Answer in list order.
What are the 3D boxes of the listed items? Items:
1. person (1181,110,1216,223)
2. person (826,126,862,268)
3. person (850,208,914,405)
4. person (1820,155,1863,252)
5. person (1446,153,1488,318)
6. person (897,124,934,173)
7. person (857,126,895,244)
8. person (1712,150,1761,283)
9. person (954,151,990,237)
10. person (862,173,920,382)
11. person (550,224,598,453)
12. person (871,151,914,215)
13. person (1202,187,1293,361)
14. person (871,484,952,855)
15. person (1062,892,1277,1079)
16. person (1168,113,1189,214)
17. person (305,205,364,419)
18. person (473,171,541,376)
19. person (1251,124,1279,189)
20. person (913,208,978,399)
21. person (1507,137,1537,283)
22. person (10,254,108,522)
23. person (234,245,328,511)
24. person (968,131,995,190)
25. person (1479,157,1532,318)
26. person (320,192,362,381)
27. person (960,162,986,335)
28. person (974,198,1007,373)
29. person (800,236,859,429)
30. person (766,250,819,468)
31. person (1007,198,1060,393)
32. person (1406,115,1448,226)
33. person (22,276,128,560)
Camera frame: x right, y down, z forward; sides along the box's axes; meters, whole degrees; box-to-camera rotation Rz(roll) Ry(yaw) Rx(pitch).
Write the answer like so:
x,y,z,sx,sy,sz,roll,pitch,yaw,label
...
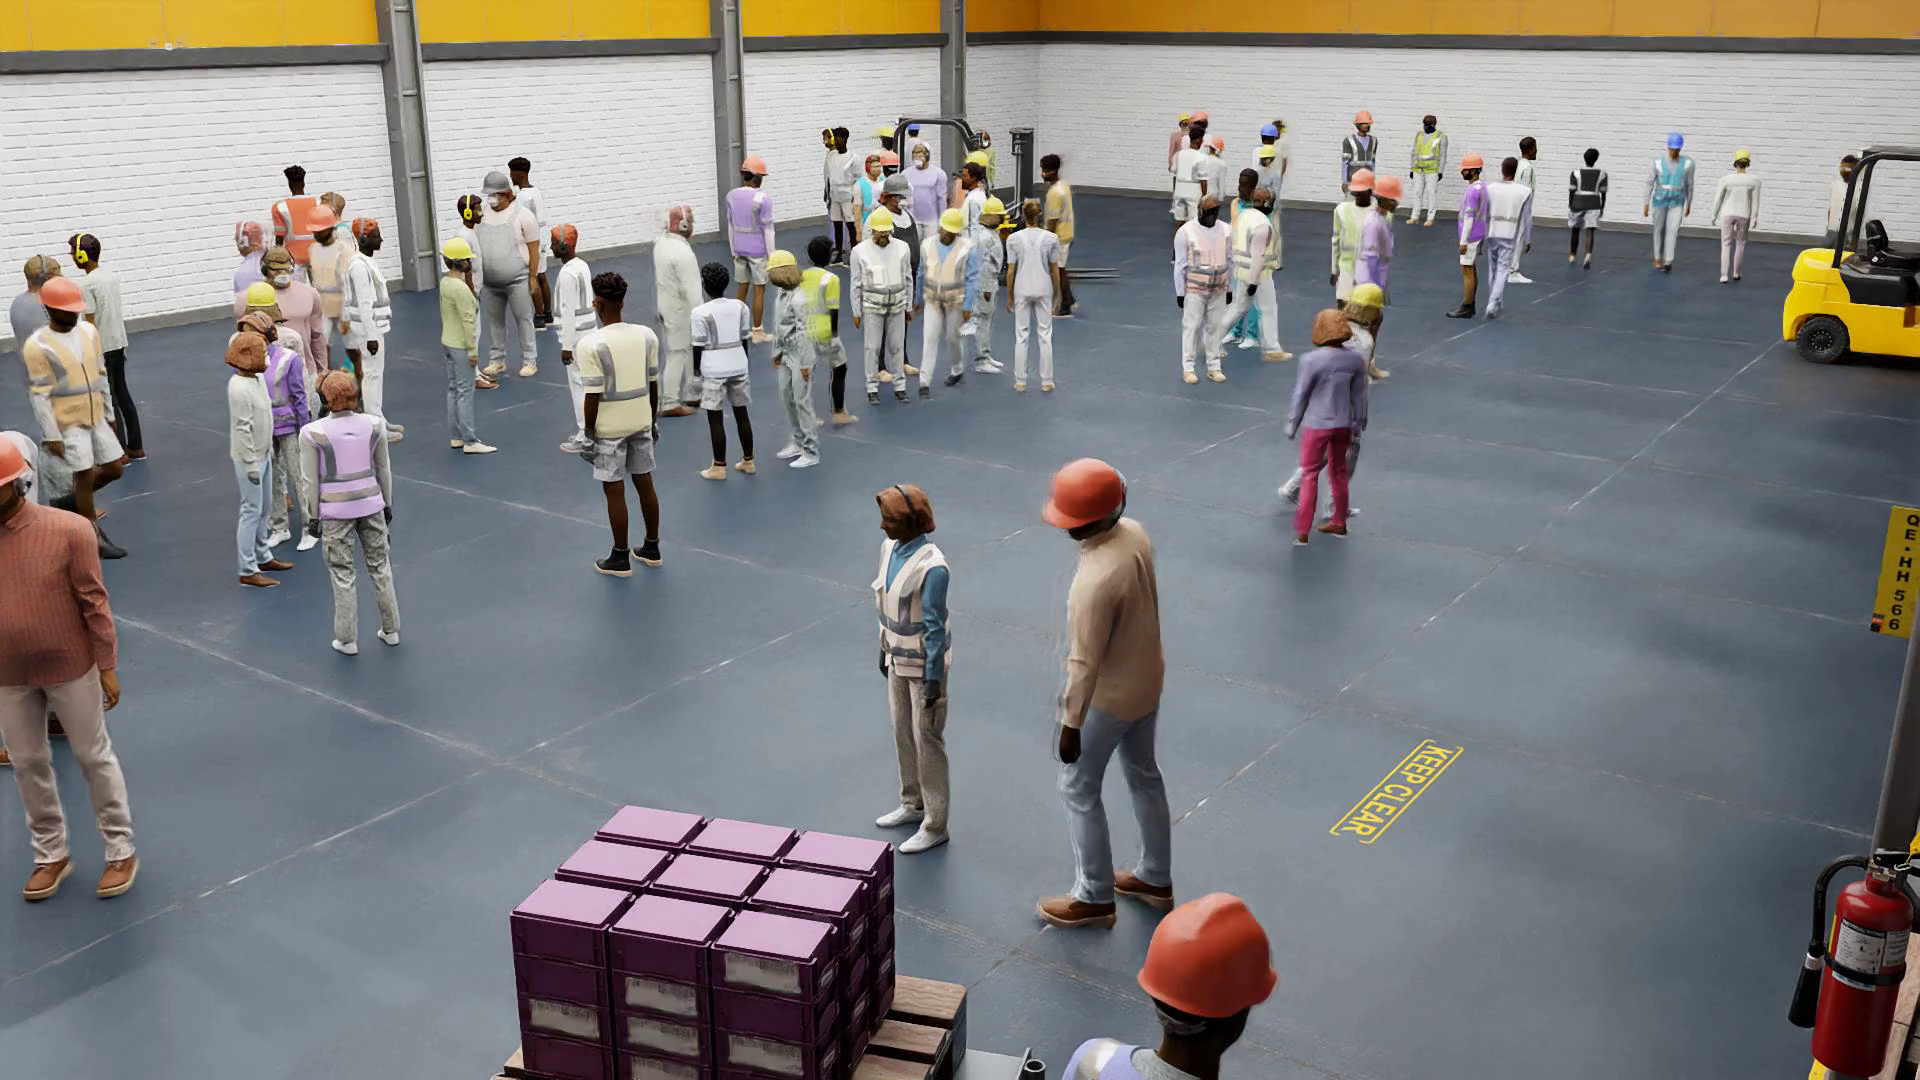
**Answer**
x,y,z,sx,sy,sz,roll,pitch,yaw,label
3.711,-5.720,26.175,0.656,2.017,0.702,-3,18,-10,person
-1.656,-4.847,23.538,0.603,1.967,0.367,13,22,35,person
-0.714,-2.156,15.362,0.602,1.819,0.403,-6,19,-19,person
10.720,-3.748,20.288,0.649,1.849,0.530,-12,21,-32,person
6.014,-3.600,19.694,0.386,1.930,0.544,8,20,25,person
-0.695,-5.476,25.537,0.614,1.943,0.409,-2,18,-8,person
-1.214,-5.158,24.633,0.739,1.889,0.602,-7,19,-20,person
10.392,-4.349,22.320,0.552,1.741,0.696,6,19,19,person
0.101,-3.783,20.314,0.583,1.898,0.603,-11,21,-31,person
-0.623,-2.584,16.338,0.537,2.000,0.685,12,21,32,person
-3.165,-1.656,13.713,0.351,1.878,0.568,-1,18,-2,person
-0.823,-3.683,19.960,0.544,1.930,0.389,-9,20,-27,person
3.003,-2.755,17.267,0.867,1.803,0.621,-4,18,-11,person
-0.201,0.541,7.226,0.320,1.630,0.528,-9,20,-27,person
0.455,1.610,3.409,0.391,1.928,0.551,-17,24,-42,person
3.982,-6.728,29.762,0.532,1.758,0.345,-3,18,-9,person
-5.594,-2.002,14.749,0.544,1.902,0.779,6,19,19,person
-4.522,-2.631,16.485,0.687,2.000,0.535,4,18,12,person
4.461,-5.118,24.434,0.415,1.939,0.605,-4,18,-13,person
-0.155,-2.273,15.842,0.656,1.782,0.853,6,19,17,person
7.500,-4.418,22.269,0.392,1.922,0.591,0,18,0,person
-6.378,-1.045,11.719,0.636,1.928,0.380,14,22,37,person
-4.901,-1.188,12.148,0.627,1.935,0.373,-16,23,-40,person
0.359,-5.929,27.485,0.491,1.624,0.308,-8,20,-24,person
6.471,-3.614,19.844,0.597,1.882,0.998,10,20,29,person
-6.083,-2.482,16.336,0.345,1.847,0.508,-10,20,-27,person
0.157,-3.270,18.678,0.392,1.922,0.592,0,18,0,person
0.314,-2.574,16.789,0.320,1.742,0.492,3,18,9,person
-1.156,-1.799,14.455,0.551,1.669,0.671,16,24,41,person
-1.334,-1.445,13.286,0.352,1.723,0.526,-7,19,-22,person
0.692,-2.302,15.784,0.506,1.841,0.344,1,18,4,person
7.880,-6.242,28.106,0.632,1.840,0.429,17,24,42,person
-5.855,-0.797,10.964,0.630,1.905,0.585,6,19,19,person
